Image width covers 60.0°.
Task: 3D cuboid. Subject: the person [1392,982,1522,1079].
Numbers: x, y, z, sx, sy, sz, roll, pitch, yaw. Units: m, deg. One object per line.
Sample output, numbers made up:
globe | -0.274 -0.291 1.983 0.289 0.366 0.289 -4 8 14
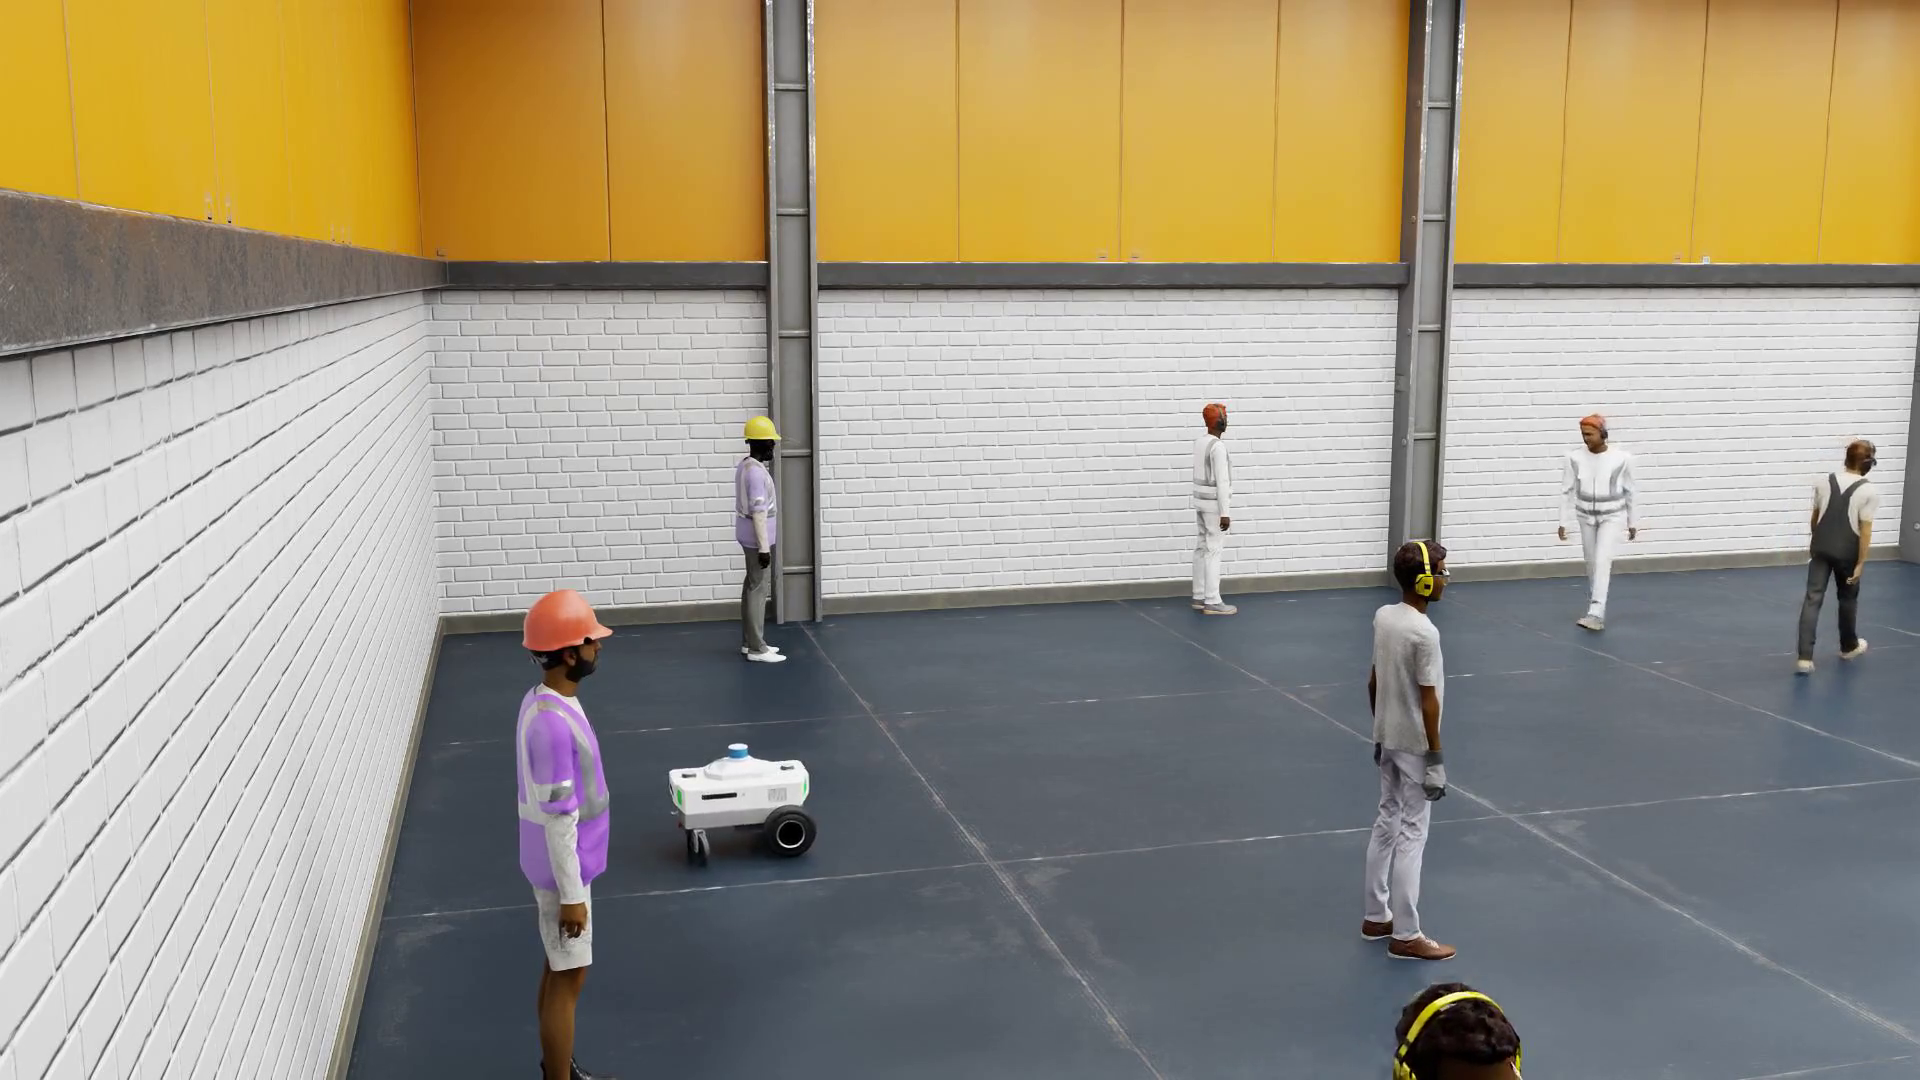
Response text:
person | 0.888 1.661 3.003 0.500 1.805 1.020 -4 10 -22

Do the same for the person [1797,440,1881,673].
person | 6.731 0.121 12.700 1.020 1.776 0.524 -9 13 -43

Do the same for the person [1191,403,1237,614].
person | 2.263 -0.280 14.854 0.349 1.884 0.584 -2 9 -15

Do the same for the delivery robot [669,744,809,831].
delivery robot | -1.163 1.316 8.739 0.707 0.478 0.477 -3 9 -15

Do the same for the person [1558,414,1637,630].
person | 5.439 -0.160 14.214 0.601 1.837 0.924 7 12 38

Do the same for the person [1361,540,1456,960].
person | 2.007 0.923 7.395 0.320 1.871 0.533 -2 9 -15

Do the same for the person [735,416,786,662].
person | -1.569 -0.008 13.025 0.366 1.926 0.594 -2 9 -15

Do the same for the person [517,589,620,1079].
person | -1.371 1.133 5.857 0.342 1.942 0.552 -2 9 -15
